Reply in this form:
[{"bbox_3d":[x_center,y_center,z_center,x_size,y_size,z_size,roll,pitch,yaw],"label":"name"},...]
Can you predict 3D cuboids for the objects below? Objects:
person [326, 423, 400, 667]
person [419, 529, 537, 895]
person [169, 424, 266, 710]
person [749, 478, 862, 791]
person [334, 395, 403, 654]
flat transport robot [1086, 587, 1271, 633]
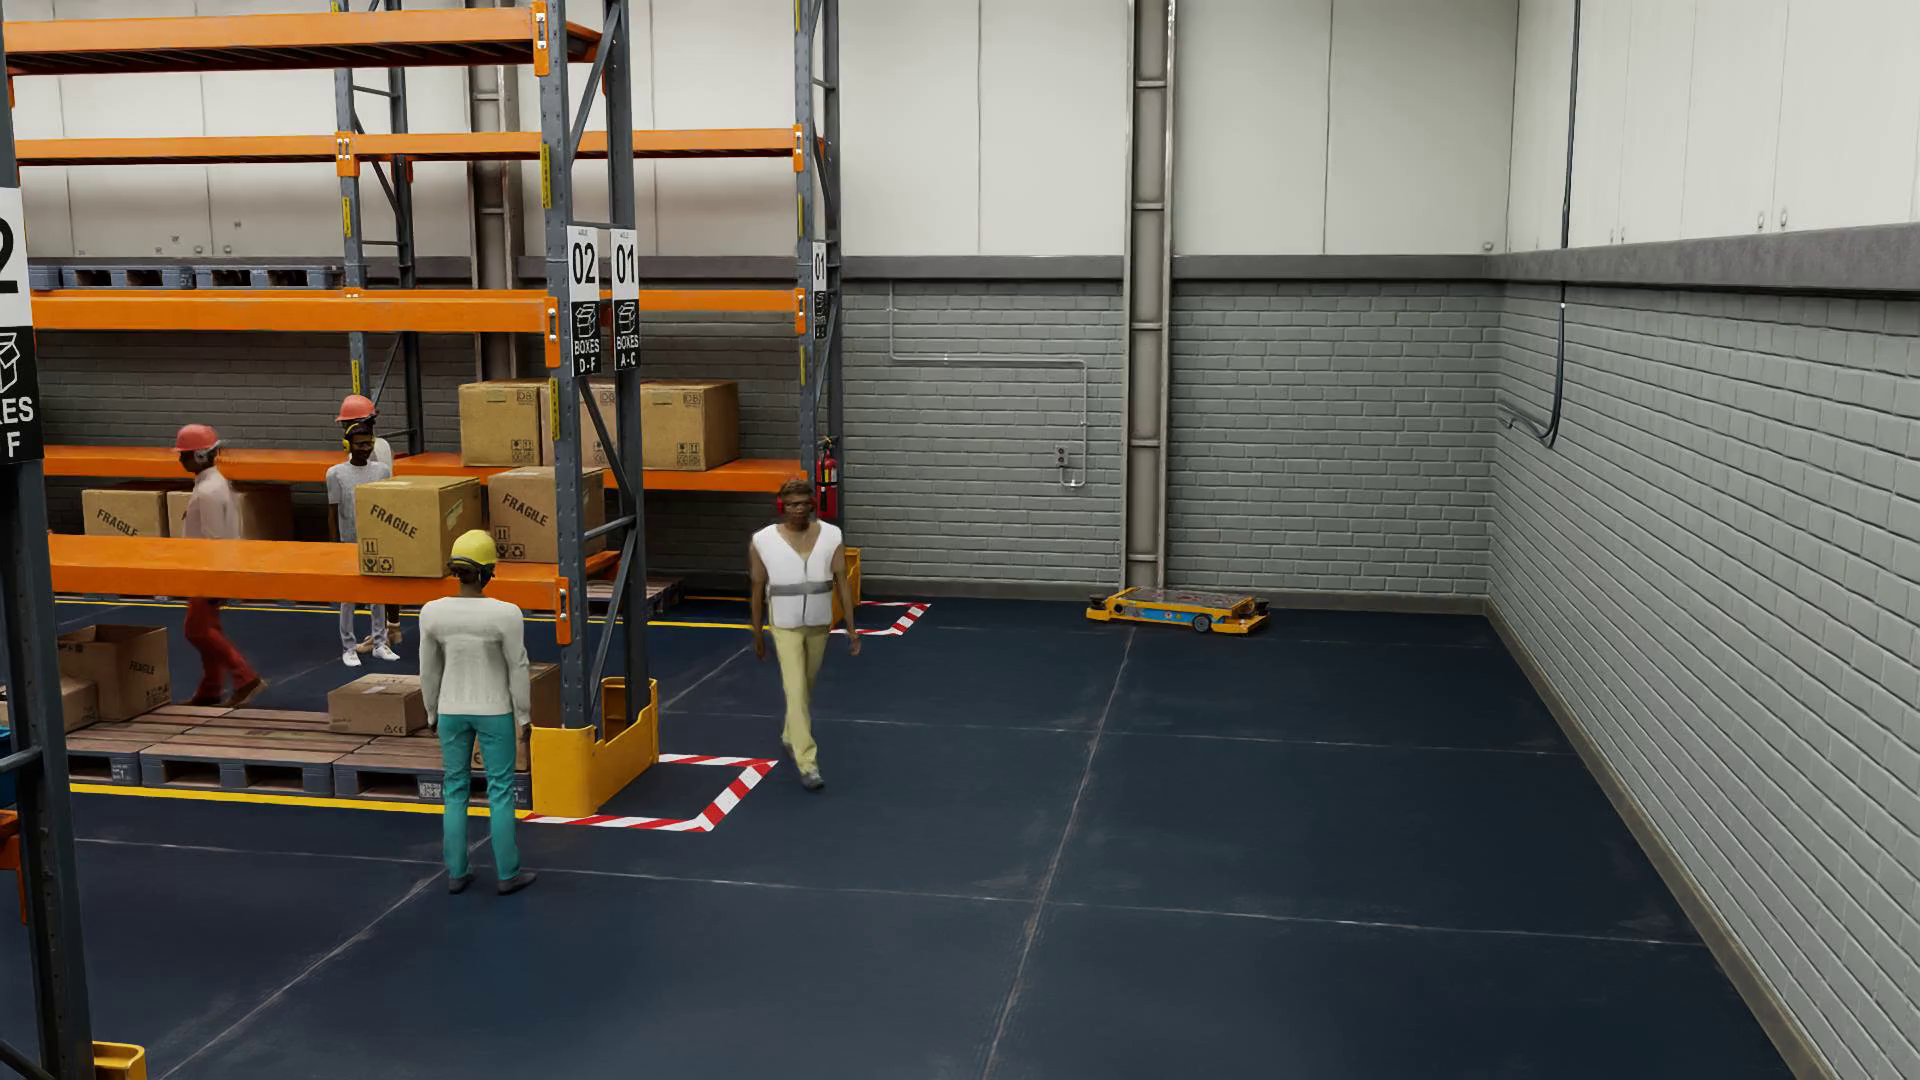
[{"bbox_3d":[-4.540,0.033,12.650,0.510,1.861,0.327,-8,12,-42],"label":"person"},{"bbox_3d":[-2.313,0.828,8.000,0.533,1.767,0.326,1,9,6],"label":"person"},{"bbox_3d":[-5.086,0.200,11.239,0.513,1.975,0.626,-3,10,-19],"label":"person"},{"bbox_3d":[-0.933,0.519,9.827,0.591,1.797,0.966,-4,10,-25],"label":"person"},{"bbox_3d":[-4.656,-0.122,13.068,0.407,2.034,0.607,1,9,4],"label":"person"},{"bbox_3d":[1.859,0.580,14.163,1.431,0.197,0.652,5,10,27],"label":"flat transport robot"}]
